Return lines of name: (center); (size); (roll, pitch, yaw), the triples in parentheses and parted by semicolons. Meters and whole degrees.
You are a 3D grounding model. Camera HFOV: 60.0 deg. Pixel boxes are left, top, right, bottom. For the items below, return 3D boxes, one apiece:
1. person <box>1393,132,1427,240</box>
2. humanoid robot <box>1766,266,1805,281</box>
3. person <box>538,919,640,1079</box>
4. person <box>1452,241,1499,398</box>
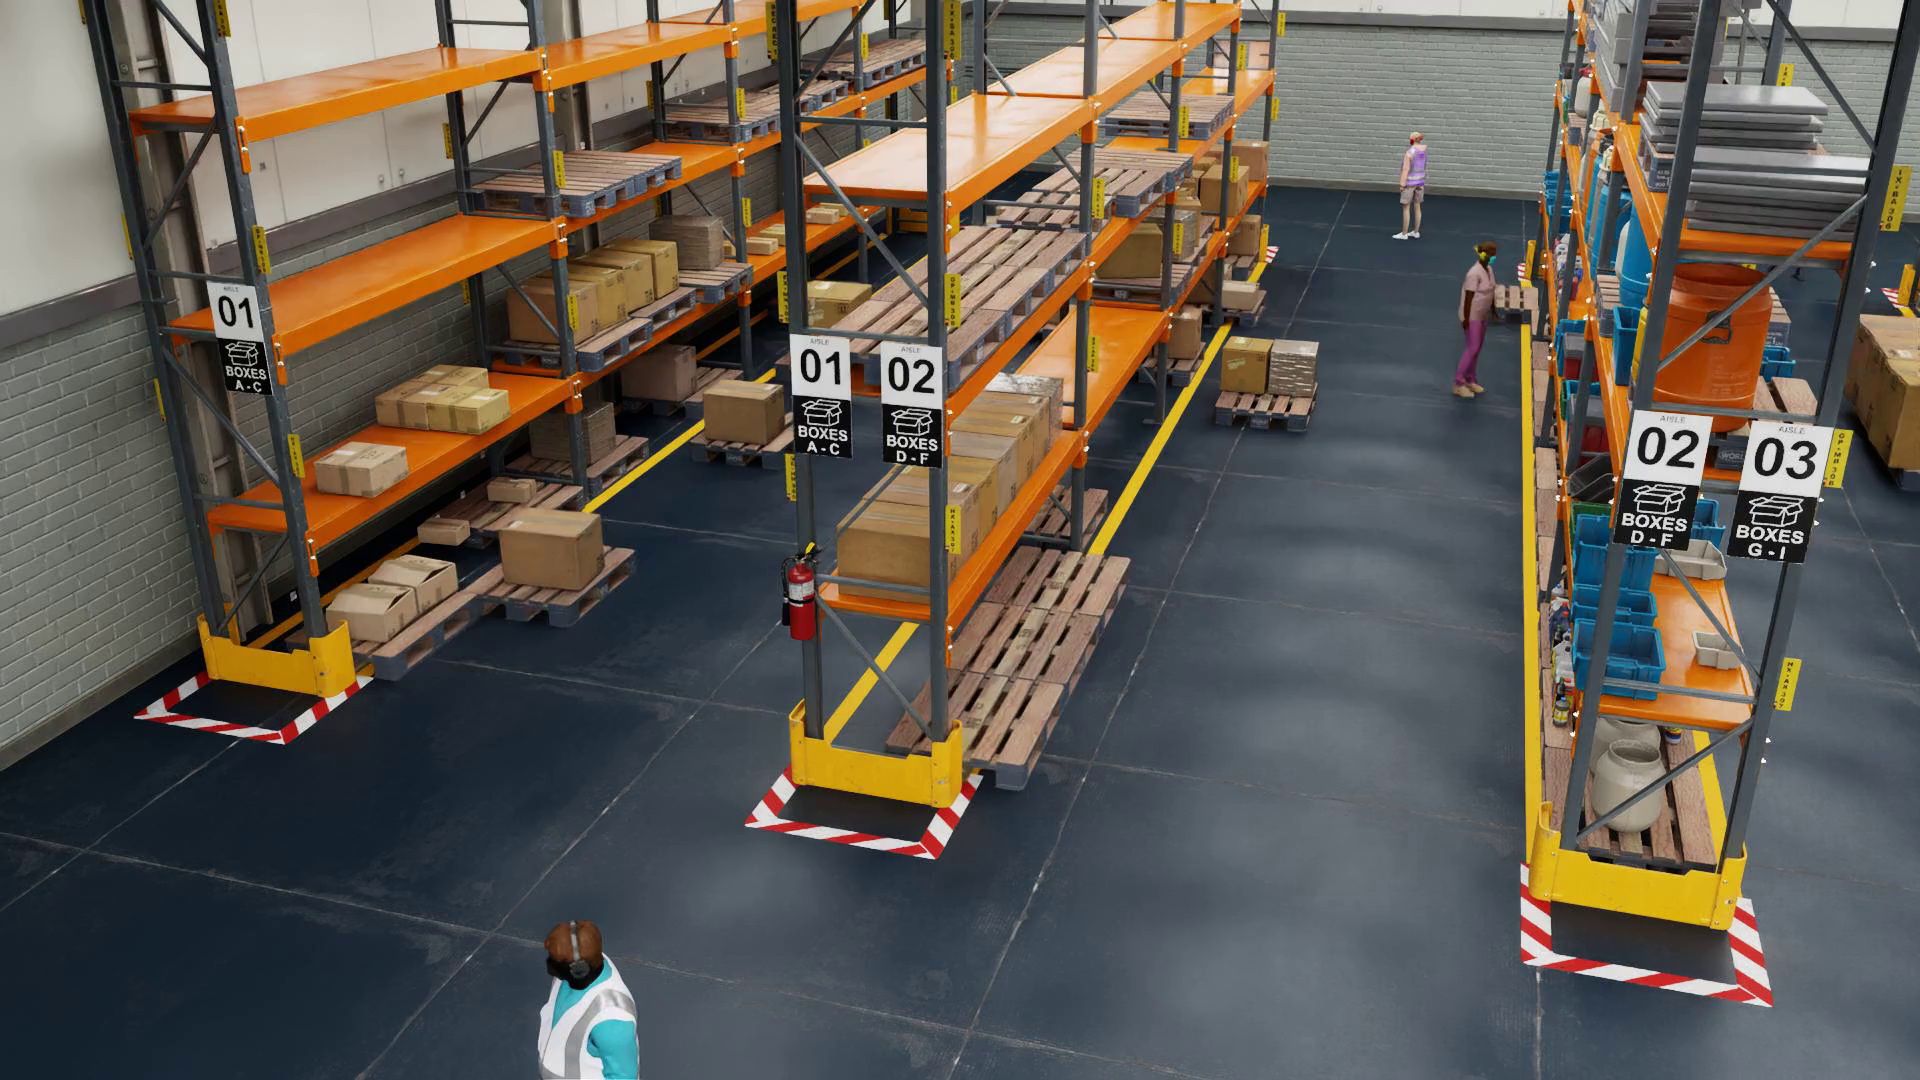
person: (7.181, -5.621, 26.418); (0.489, 1.688, 0.352); (-14, 27, -29)
humanoid robot: (12.098, -4.596, 24.064); (0.588, 1.645, 0.418); (2, 23, 4)
person: (-1.646, 2.479, 7.441); (0.429, 1.840, 0.633); (-13, 27, -28)
person: (5.965, -2.552, 19.170); (0.416, 1.793, 0.538); (17, 29, 34)
